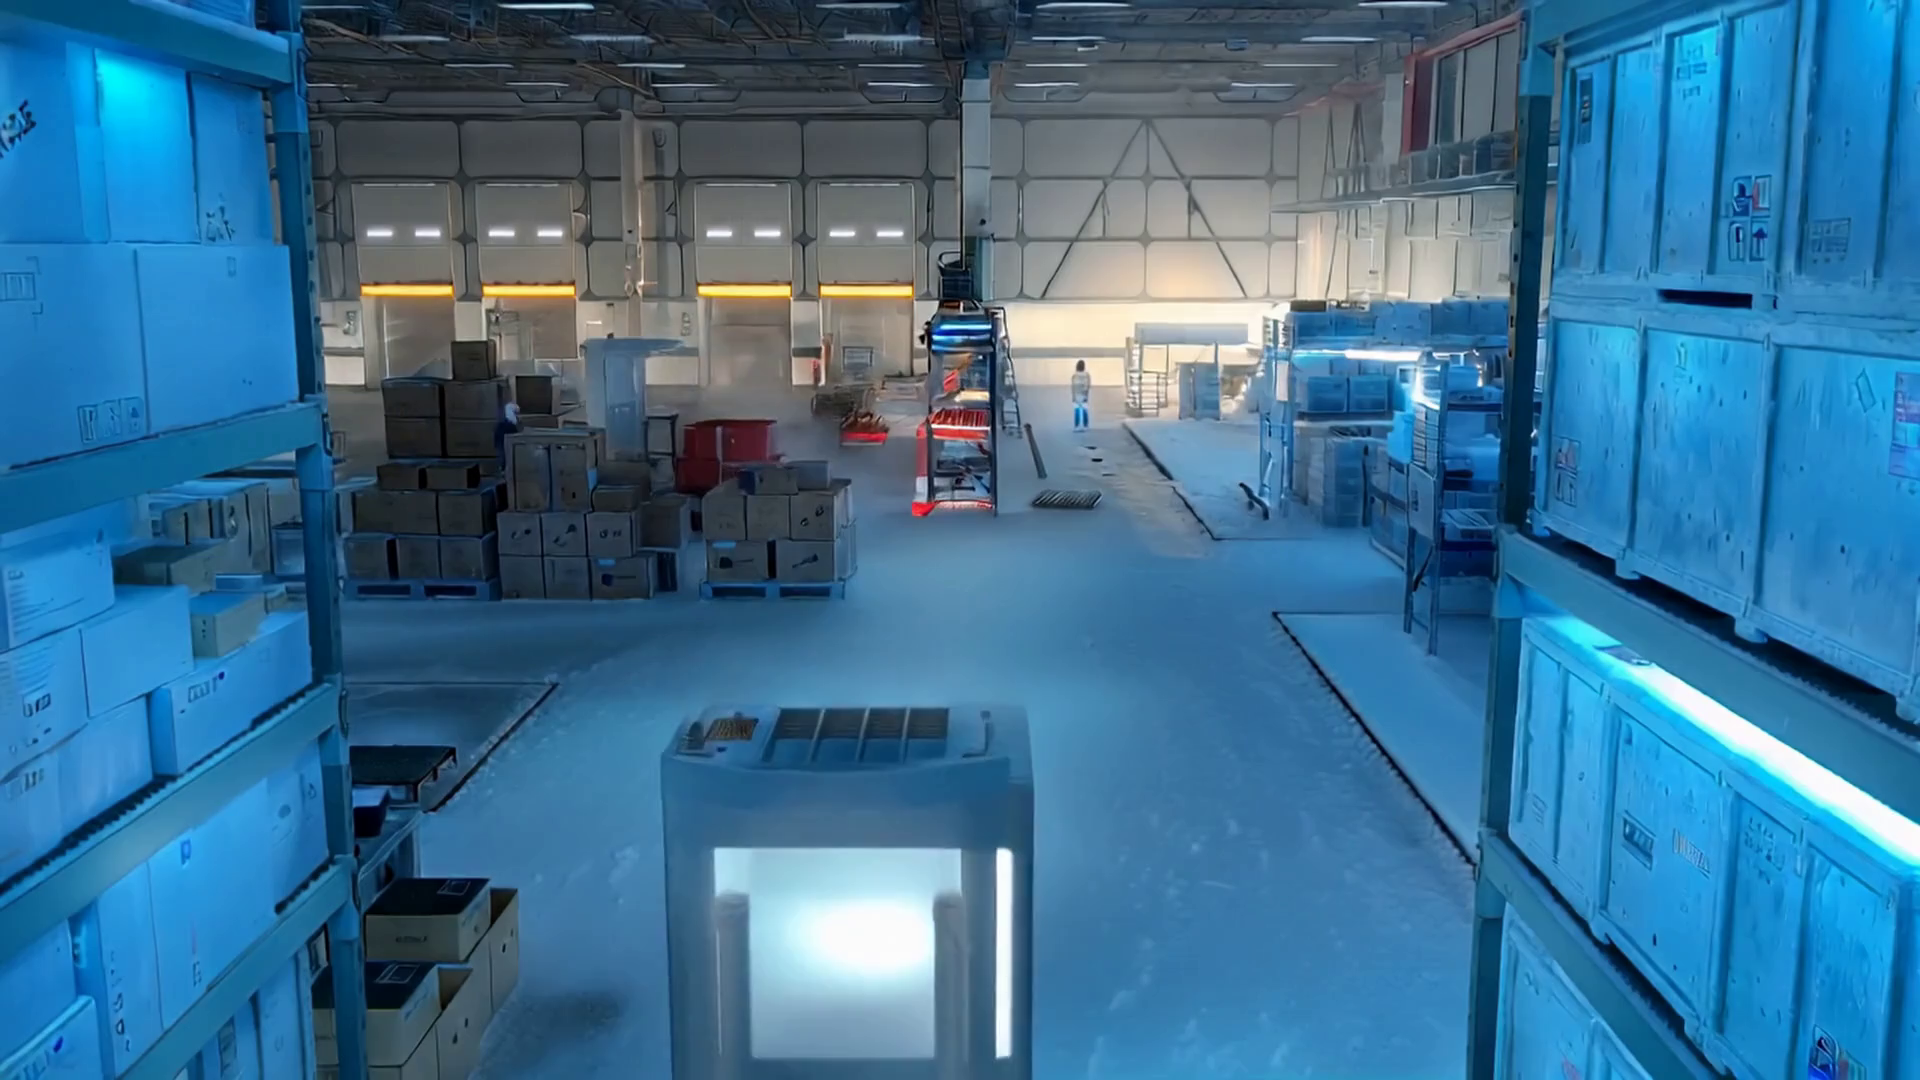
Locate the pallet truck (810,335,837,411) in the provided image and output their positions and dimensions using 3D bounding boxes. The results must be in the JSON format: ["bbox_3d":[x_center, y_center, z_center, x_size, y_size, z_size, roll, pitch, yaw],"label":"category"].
[{"bbox_3d":[-3.021,-4.312,43.126,1.885,1.965,0.823,3,10,17],"label":"pallet truck"}]

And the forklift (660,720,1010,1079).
[{"bbox_3d":[-0.328,1.897,4.755,1.129,2.768,1.873,0,10,1],"label":"forklift"}]

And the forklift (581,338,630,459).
[{"bbox_3d":[-5.320,-1.639,25.159,1.873,2.768,1.129,3,10,15],"label":"forklift"}]

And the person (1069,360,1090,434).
[{"bbox_3d":[2.718,-3.253,37.873,0.315,1.699,0.540,-10,14,-44],"label":"person"}]

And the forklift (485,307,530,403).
[{"bbox_3d":[-10.754,-4.150,39.646,1.129,2.768,1.873,0,10,1],"label":"forklift"}]

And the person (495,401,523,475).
[{"bbox_3d":[-6.586,-1.117,24.920,0.803,1.914,0.655,2,10,10],"label":"person"}]
